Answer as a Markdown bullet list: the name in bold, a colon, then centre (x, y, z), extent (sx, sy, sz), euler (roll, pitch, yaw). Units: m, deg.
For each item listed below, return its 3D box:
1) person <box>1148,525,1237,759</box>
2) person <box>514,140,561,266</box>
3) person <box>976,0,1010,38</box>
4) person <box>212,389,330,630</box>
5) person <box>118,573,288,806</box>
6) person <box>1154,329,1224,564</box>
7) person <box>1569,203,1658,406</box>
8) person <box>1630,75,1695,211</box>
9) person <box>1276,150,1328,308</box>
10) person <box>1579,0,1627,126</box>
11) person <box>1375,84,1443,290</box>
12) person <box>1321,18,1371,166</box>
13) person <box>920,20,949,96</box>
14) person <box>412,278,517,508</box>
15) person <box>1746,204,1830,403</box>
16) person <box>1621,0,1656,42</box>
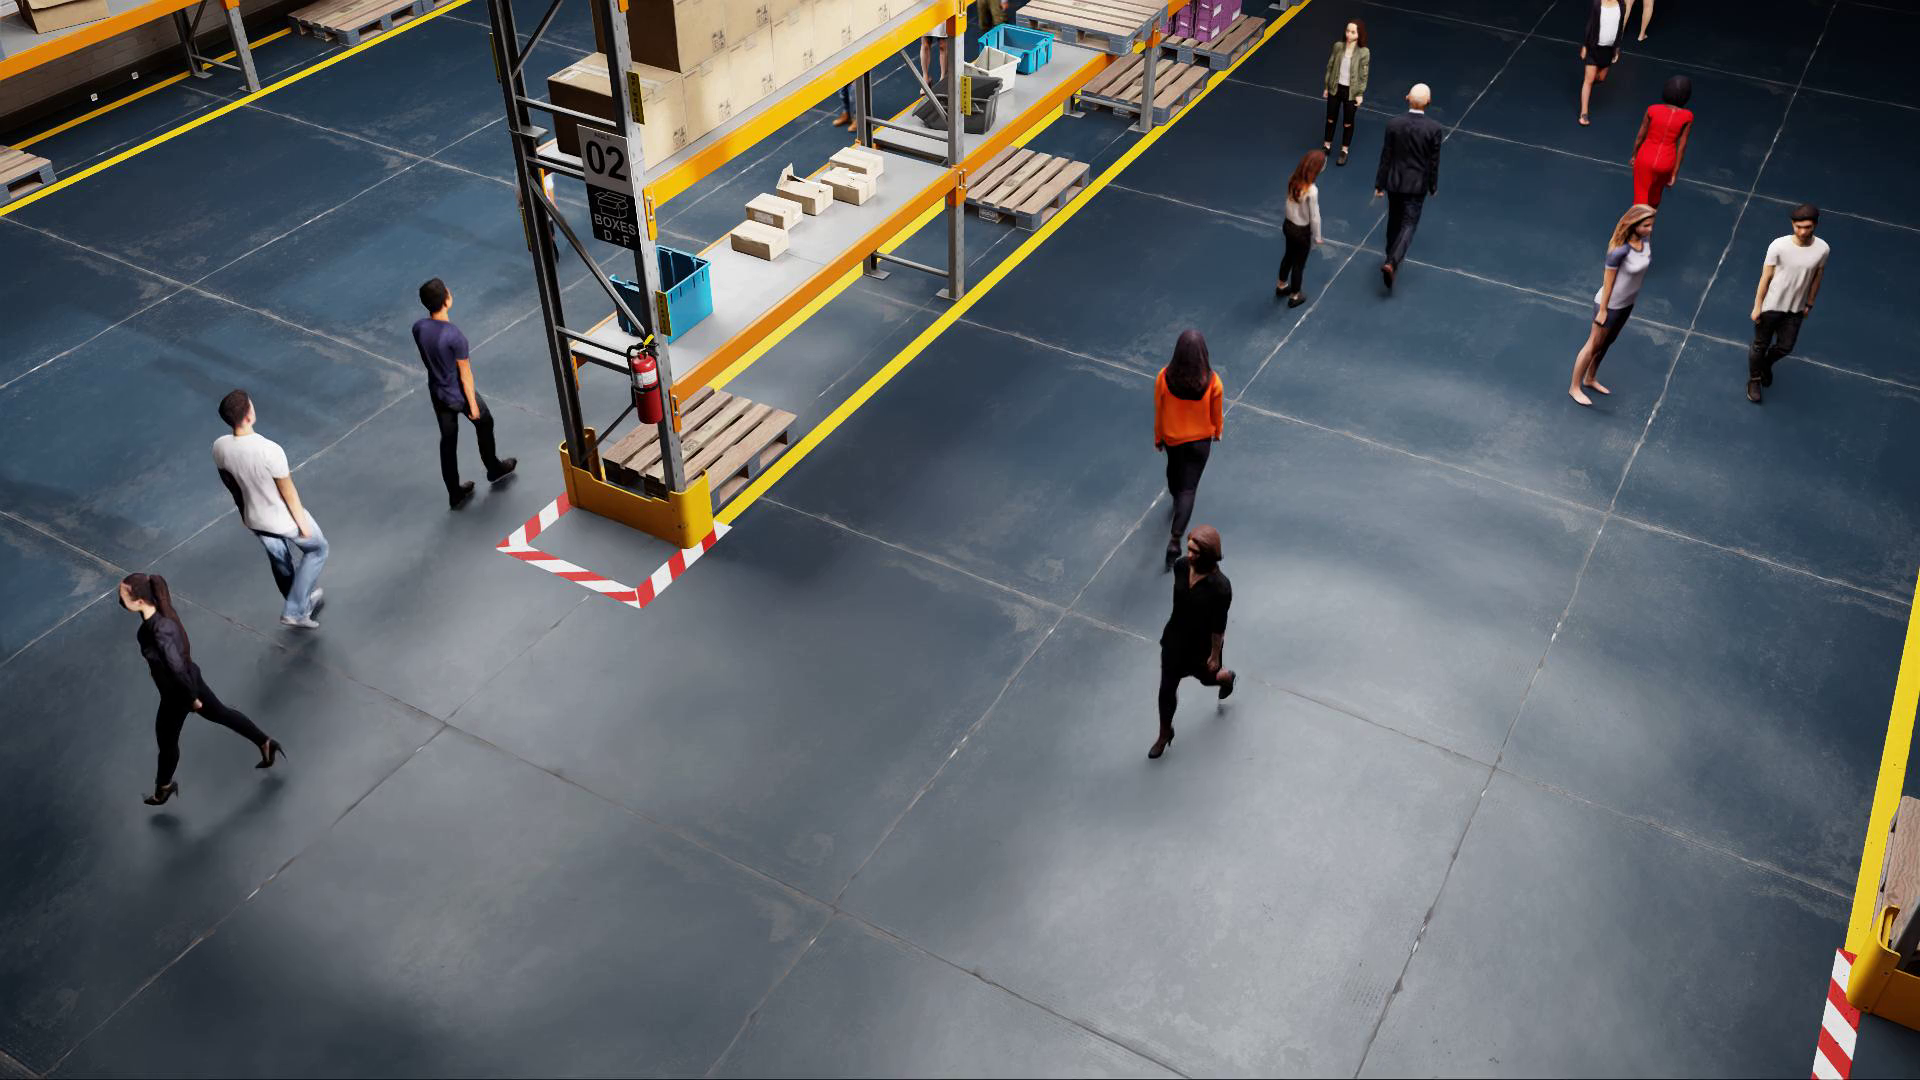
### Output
- **person**: centre (1.496, 0.582, 10.125), extent (1.105, 1.673, 0.780), euler (-32, 48, -33)
- **person**: centre (-3.812, -3.082, 15.046), extent (0.579, 1.257, 0.617), euler (1, 39, 2)
- **person**: centre (0.371, -5.982, 18.236), extent (0.720, 1.807, 0.644), euler (31, 48, 33)
- **person**: centre (-4.521, -0.126, 10.866), extent (0.790, 1.855, 0.880), euler (10, 40, 12)
- **person**: centre (-4.499, 0.850, 9.792), extent (1.143, 1.670, 0.981), euler (-17, 42, -20)
- **person**: centre (1.568, -0.632, 11.622), extent (0.720, 1.702, 1.137), euler (15, 41, 17)
- **person**: centre (5.177, -1.890, 13.176), extent (0.602, 1.729, 0.737), euler (-26, 46, -29)
- **person**: centre (6.218, -3.278, 14.929), extent (0.727, 1.709, 1.108), euler (11, 40, 13)
- **person**: centre (2.912, -2.676, 14.359), extent (0.694, 1.480, 0.650), euler (-18, 42, -21)
- **person**: centre (6.733, -5.211, 17.486), extent (0.797, 1.540, 1.018), euler (4, 39, 4)
- **person**: centre (3.927, -3.103, 14.653), extent (0.668, 1.780, 1.105), euler (18, 42, 22)
- **person**: centre (3.853, -4.497, 16.644), extent (0.591, 1.475, 0.523), euler (23, 44, 27)
- **person**: centre (-0.270, -5.637, 17.832), extent (0.735, 1.774, 0.746), euler (7, 39, 8)
- **person**: centre (-3.727, -1.005, 12.039), extent (0.707, 1.765, 0.874), euler (16, 41, 19)
- **person**: centre (6.524, -1.928, 13.245), extent (0.742, 1.702, 0.775), euler (4, 39, 5)
- **person**: centre (7.902, -6.552, 19.144), extent (0.574, 1.565, 0.540), euler (16, 41, 19)
